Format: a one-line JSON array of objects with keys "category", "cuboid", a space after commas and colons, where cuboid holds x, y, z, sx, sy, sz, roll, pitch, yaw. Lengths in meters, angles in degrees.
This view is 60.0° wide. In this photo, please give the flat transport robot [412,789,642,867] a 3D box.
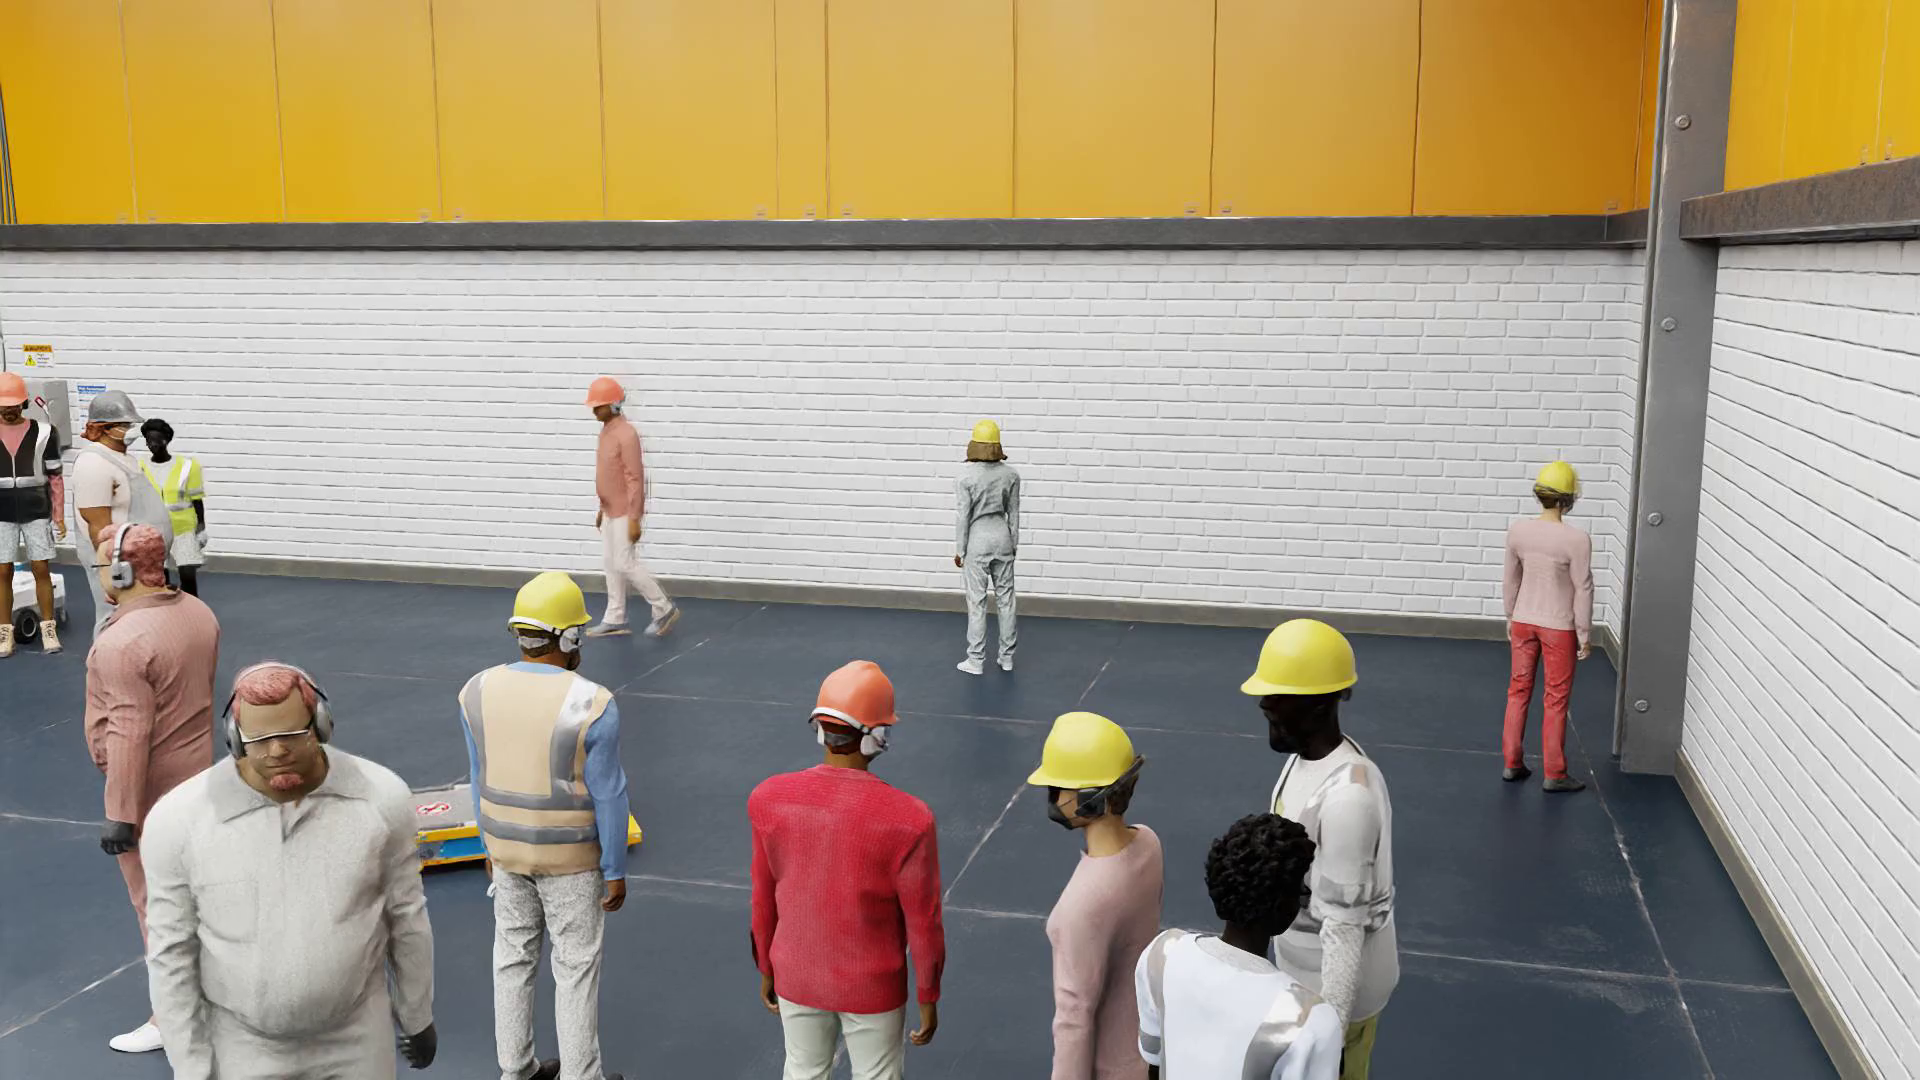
[{"category": "flat transport robot", "cuboid": [-2.304, 1.356, 7.990, 1.431, 0.197, 0.652, -4, 10, -21]}]

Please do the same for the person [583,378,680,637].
[{"category": "person", "cuboid": [-2.470, -0.231, 12.378, 0.664, 1.963, 0.705, -5, 11, -28]}]

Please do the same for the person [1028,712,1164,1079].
[{"category": "person", "cuboid": [0.339, 1.278, 4.074, 0.353, 1.758, 0.529, 5, 11, 25]}]

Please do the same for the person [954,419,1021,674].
[{"category": "person", "cuboid": [0.179, 0.047, 11.373, 0.485, 1.744, 0.294, -5, 11, -25]}]

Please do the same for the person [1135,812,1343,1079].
[{"category": "person", "cuboid": [0.587, 1.404, 3.552, 0.320, 1.686, 0.538, -8, 13, -40]}]

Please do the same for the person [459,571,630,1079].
[{"category": "person", "cuboid": [-1.340, 1.009, 5.487, 0.585, 1.824, 0.405, 3, 10, 19]}]

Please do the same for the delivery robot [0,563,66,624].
[{"category": "delivery robot", "cuboid": [-7.048, 0.413, 12.434, 0.477, 0.478, 0.707, 1, 10, 7]}]

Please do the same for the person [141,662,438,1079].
[{"category": "person", "cuboid": [-1.609, 1.212, 4.089, 0.662, 1.883, 0.455, -5, 11, -28]}]

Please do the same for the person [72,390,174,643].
[{"category": "person", "cuboid": [-5.131, 0.089, 10.249, 0.535, 2.000, 0.684, -3, 10, -15]}]

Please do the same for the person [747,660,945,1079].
[{"category": "person", "cuboid": [-0.306, 1.193, 4.636, 0.575, 1.740, 0.349, 3, 10, 18]}]

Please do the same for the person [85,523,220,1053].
[{"category": "person", "cuboid": [-2.911, 0.879, 5.996, 0.405, 1.904, 0.653, 0, 10, 1]}]

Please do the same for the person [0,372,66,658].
[{"category": "person", "cuboid": [-6.701, -0.179, 11.847, 0.605, 2.036, 0.383, -5, 11, -27]}]

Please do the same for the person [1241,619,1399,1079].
[{"category": "person", "cuboid": [0.933, 1.149, 4.392, 0.418, 1.917, 0.581, 0, 10, 0]}]

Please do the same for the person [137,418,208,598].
[{"category": "person", "cuboid": [-5.776, -0.049, 12.105, 0.550, 1.681, 0.375, -3, 10, -17]}]

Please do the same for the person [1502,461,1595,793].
[{"category": "person", "cuboid": [3.139, 0.460, 8.872, 0.311, 1.768, 0.532, -7, 12, -36]}]
